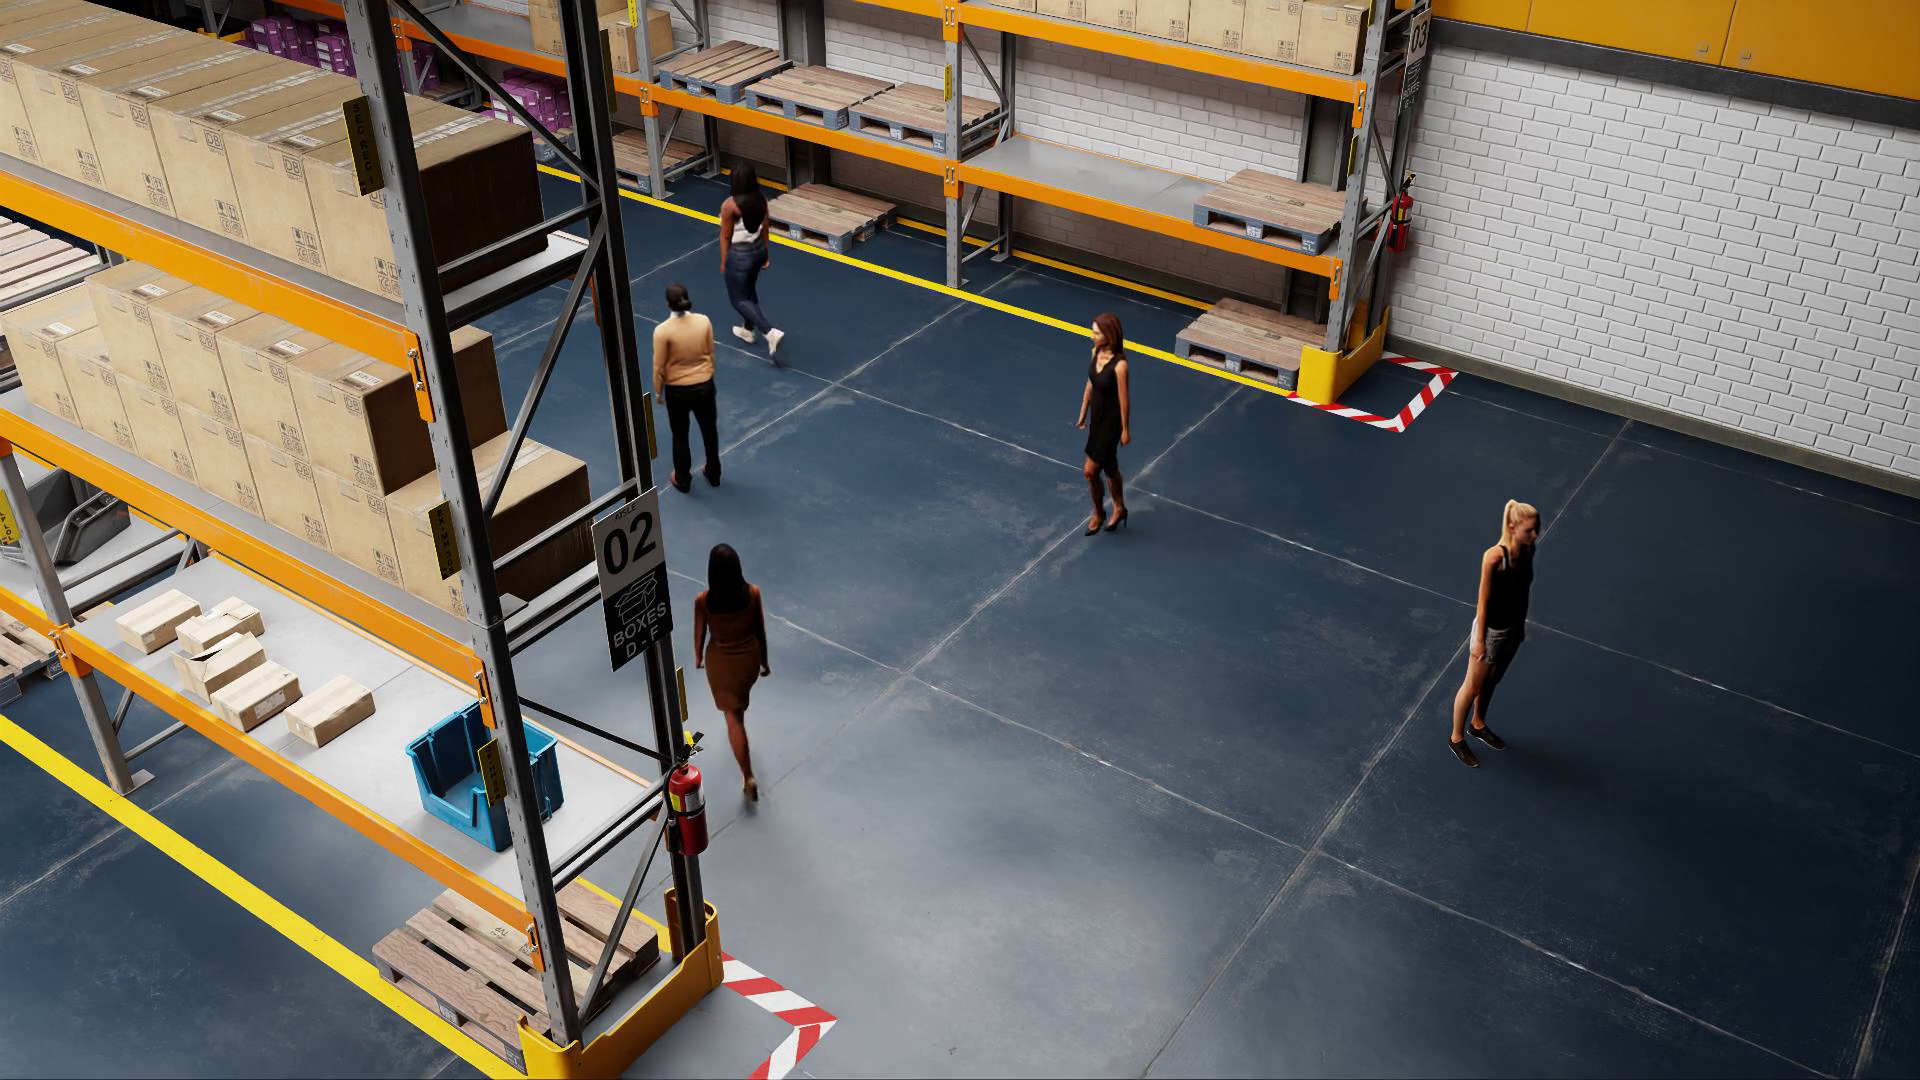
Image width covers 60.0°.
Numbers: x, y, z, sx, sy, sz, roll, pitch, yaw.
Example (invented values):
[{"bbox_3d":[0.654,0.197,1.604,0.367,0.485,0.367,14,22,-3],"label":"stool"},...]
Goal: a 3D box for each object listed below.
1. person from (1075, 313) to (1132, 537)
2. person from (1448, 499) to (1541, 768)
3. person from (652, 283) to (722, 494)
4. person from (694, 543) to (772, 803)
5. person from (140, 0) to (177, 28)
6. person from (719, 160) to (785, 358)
[{"bbox_3d":[1.174,-0.853,12.364,0.788,1.819,0.731,-17,37,-23],"label":"person"},{"bbox_3d":[3.310,0.535,10.251,0.665,1.846,0.648,-21,39,-28],"label":"person"},{"bbox_3d":[-2.093,-1.185,12.922,0.761,1.754,0.764,-17,37,-24],"label":"person"},{"bbox_3d":[-1.345,0.822,10.005,0.958,1.641,1.158,-13,36,-18],"label":"person"},{"bbox_3d":[-11.111,-7.743,22.741,0.738,1.807,0.841,0,34,0],"label":"person"},{"bbox_3d":[-1.858,-2.471,14.832,0.719,1.782,1.095,-29,43,-36],"label":"person"}]
